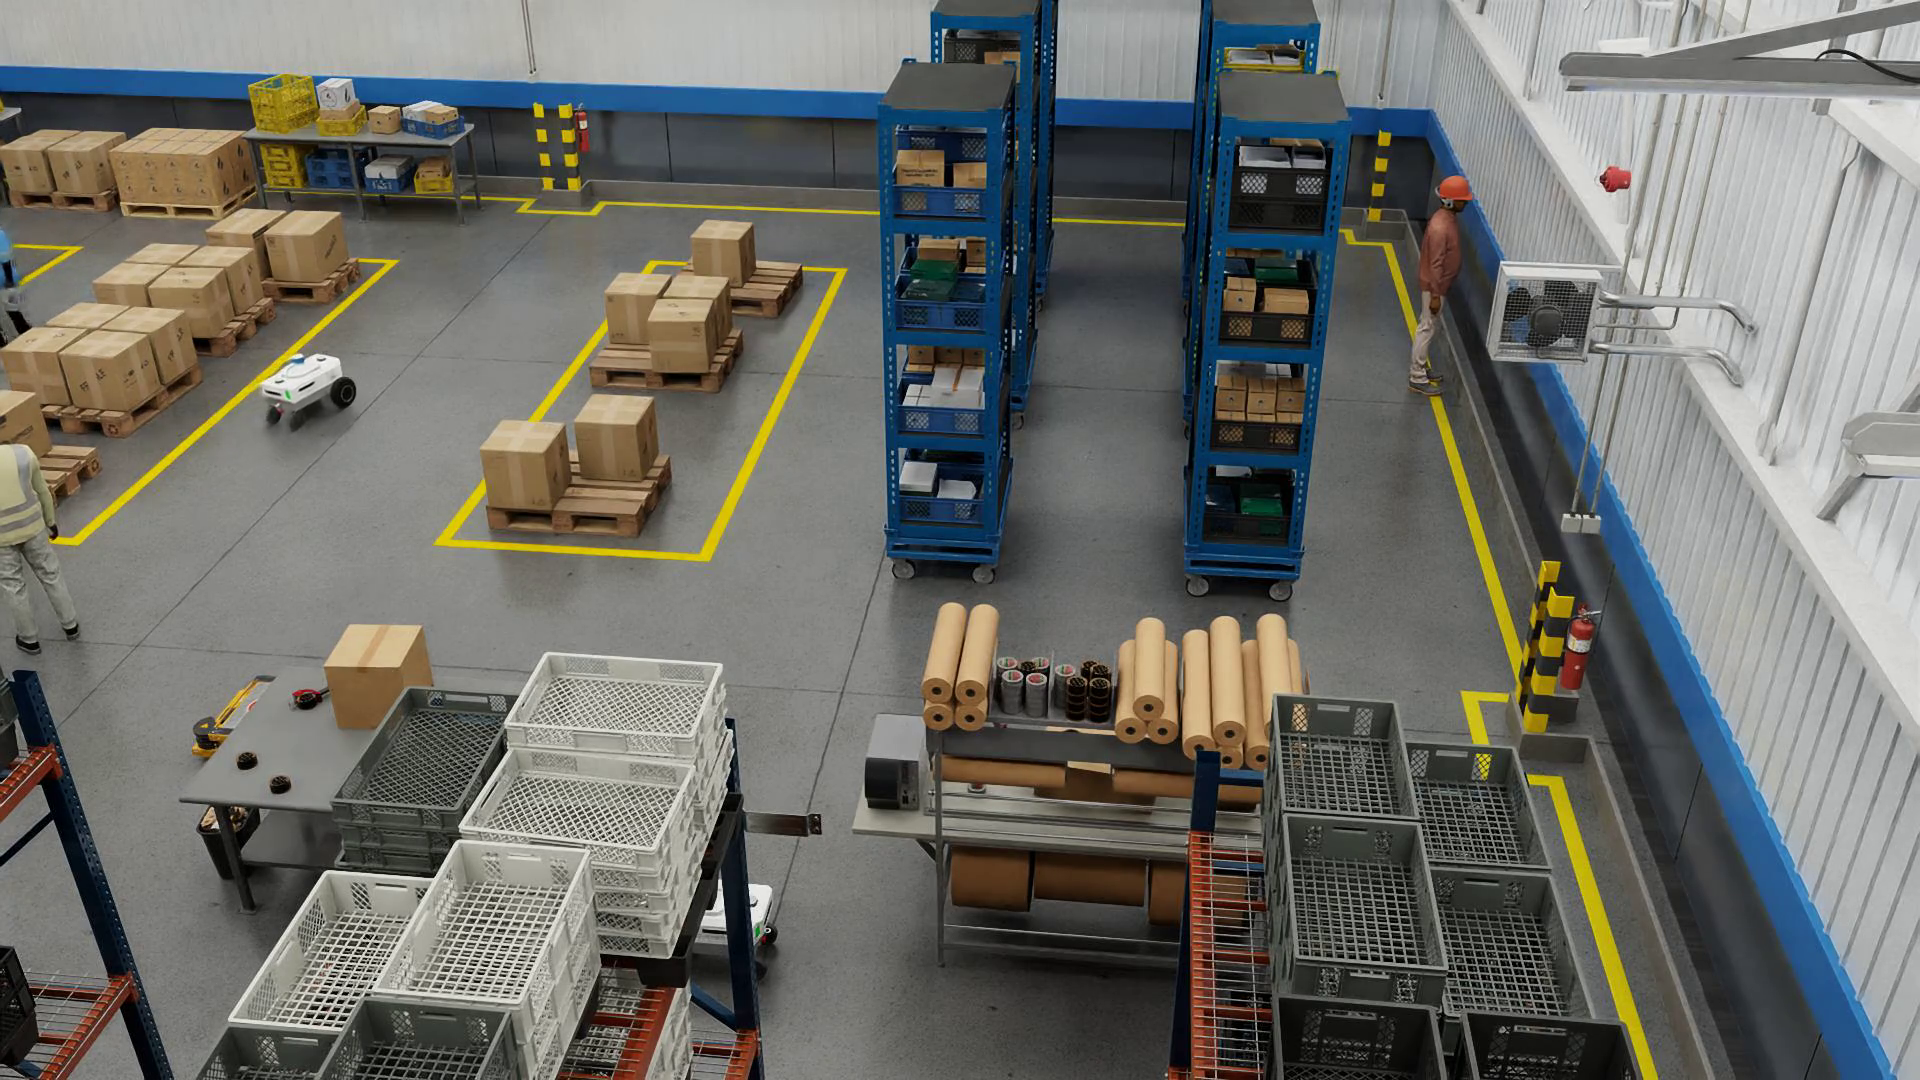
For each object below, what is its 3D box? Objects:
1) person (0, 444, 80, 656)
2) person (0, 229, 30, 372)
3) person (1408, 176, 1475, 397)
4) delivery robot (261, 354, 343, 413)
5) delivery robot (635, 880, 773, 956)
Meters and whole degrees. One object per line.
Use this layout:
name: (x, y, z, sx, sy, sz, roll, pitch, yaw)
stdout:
person: (-6.415, -0.072, 11.236, 0.587, 1.825, 0.404, -24, 38, -35)
person: (-8.900, -2.331, 15.256, 0.545, 1.668, 0.549, 4, 30, 6)
person: (4.279, -2.285, 14.870, 0.382, 1.995, 0.612, 10, 32, 16)
delivery robot: (-5.805, -1.404, 14.687, 0.477, 0.478, 0.707, 13, 33, 21)
delivery robot: (-1.361, 1.987, 8.863, 0.707, 0.478, 0.477, 3, 30, 6)
